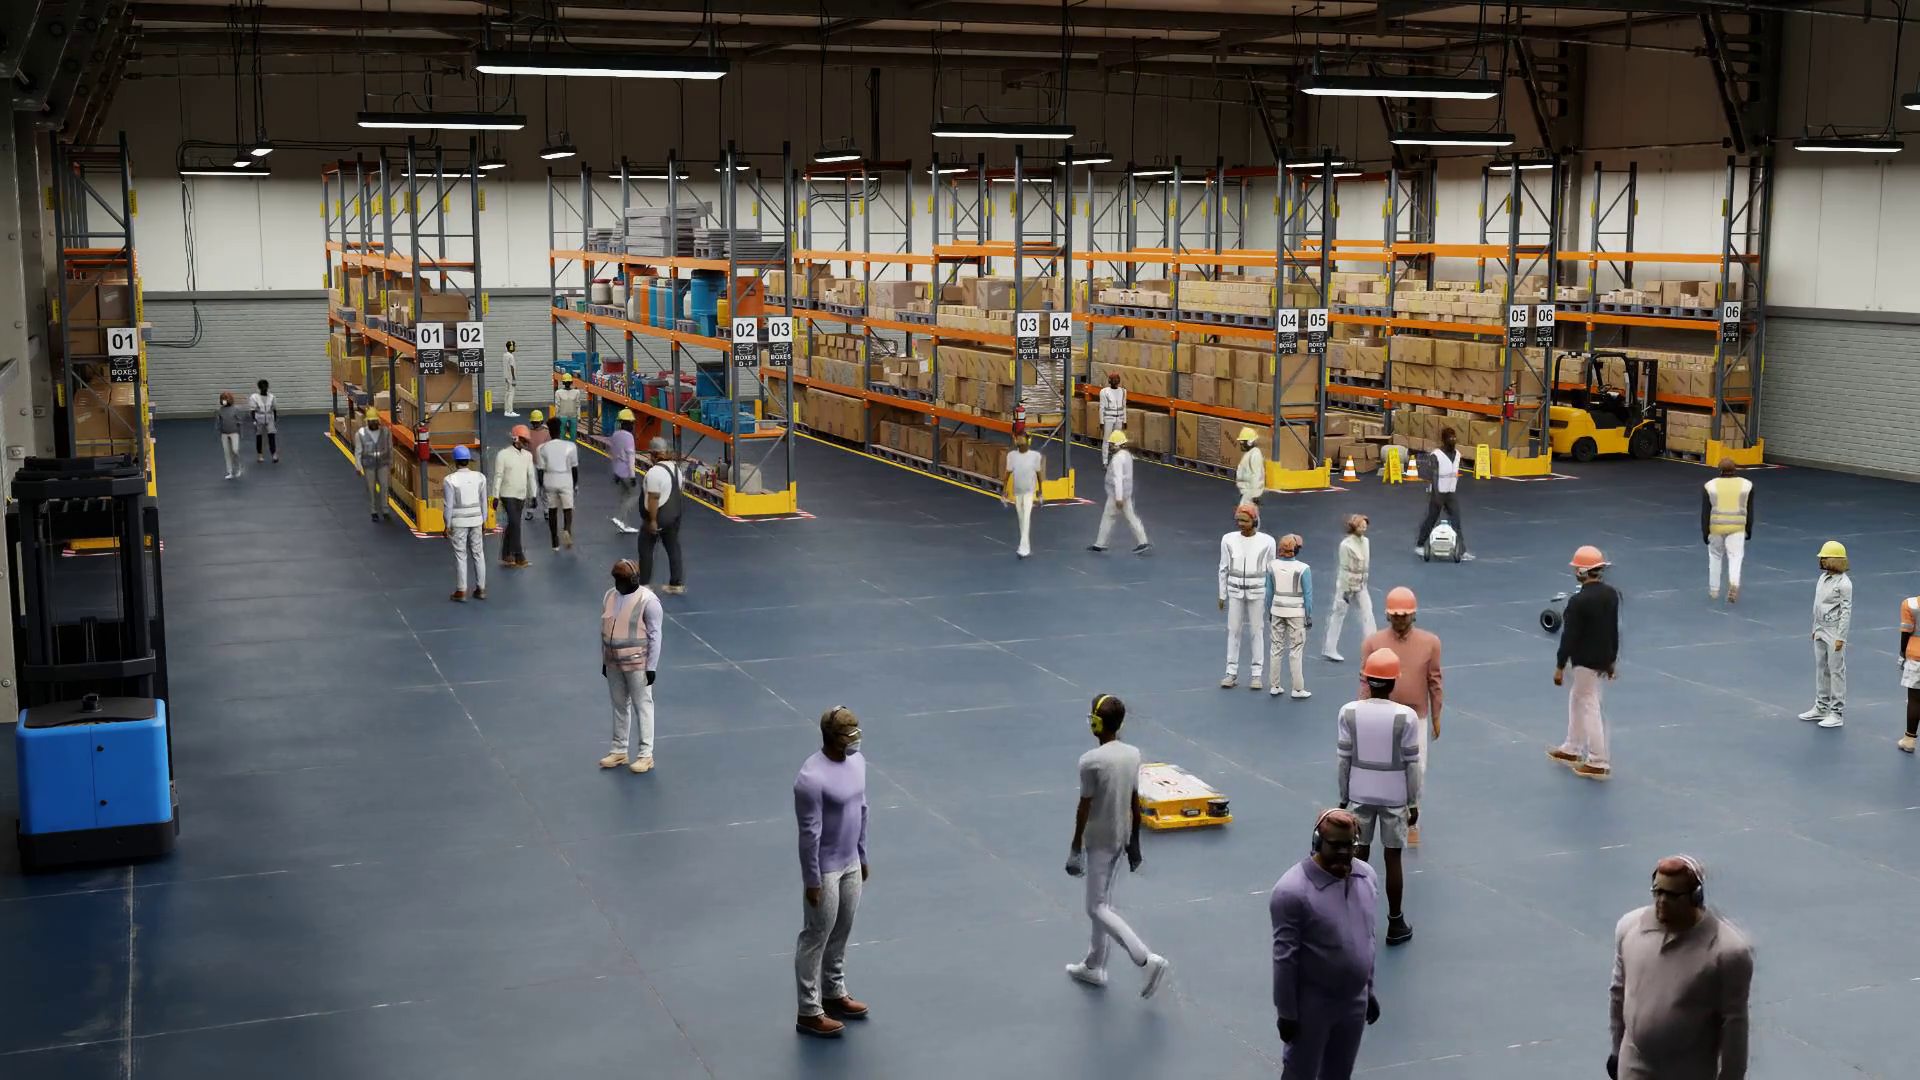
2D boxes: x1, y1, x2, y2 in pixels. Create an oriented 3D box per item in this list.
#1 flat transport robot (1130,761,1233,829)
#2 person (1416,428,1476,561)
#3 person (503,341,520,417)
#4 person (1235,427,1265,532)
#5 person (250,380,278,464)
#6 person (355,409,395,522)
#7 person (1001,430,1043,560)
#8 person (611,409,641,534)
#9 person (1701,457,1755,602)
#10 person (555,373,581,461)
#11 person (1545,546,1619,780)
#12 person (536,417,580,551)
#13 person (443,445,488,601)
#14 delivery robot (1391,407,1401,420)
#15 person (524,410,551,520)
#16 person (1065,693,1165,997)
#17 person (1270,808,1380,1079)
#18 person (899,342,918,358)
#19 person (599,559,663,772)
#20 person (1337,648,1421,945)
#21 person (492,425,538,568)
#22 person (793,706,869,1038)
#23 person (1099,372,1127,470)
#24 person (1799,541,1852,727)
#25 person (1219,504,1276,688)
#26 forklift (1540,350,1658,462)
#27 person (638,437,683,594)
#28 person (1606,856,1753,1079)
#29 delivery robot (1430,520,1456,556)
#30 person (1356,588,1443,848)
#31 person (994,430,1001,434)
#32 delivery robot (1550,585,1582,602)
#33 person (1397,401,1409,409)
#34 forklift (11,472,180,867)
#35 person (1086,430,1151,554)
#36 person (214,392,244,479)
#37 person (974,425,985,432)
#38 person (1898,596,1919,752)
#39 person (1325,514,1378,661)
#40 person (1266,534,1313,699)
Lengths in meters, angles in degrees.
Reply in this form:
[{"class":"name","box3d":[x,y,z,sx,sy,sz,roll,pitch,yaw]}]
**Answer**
[{"class":"flat transport robot","box3d":[1.607,2.039,16.930,0.652,0.197,1.431,-3,9,-18]},{"class":"person","box3d":[6.826,-0.660,29.506,0.609,1.865,1.030,-6,10,-34]},{"class":"person","box3d":[-11.079,-3.978,51.639,0.315,1.860,0.508,-6,10,-34]},{"class":"person","box3d":[4.124,-0.700,29.914,0.432,1.815,0.622,0,9,0]},{"class":"person","box3d":[-13.754,-2.342,41.385,0.534,1.650,0.878,-5,10,-29]},{"class":"person","box3d":[-9.234,-1.166,33.084,0.626,1.788,0.889,-3,9,-21]},{"class":"person","box3d":[0.860,-0.637,29.489,0.555,1.813,0.990,2,9,15]},{"class":"person","box3d":[-5.074,-1.035,31.824,0.424,1.911,0.621,-6,10,-34]},{"class":"person","box3d":[9.586,-0.136,26.169,0.624,1.815,0.811,3,9,17]},{"class":"person","box3d":[-7.796,-2.438,41.674,0.525,1.769,0.313,-4,9,-25]},{"class":"person","box3d":[5.253,1.021,17.918,0.646,1.969,0.807,-8,11,-41]},{"class":"person","box3d":[-5.775,-0.795,30.105,0.620,1.950,0.656,-2,9,-11]},{"class":"person","box3d":[-6.212,-0.217,26.265,0.616,1.945,0.404,-8,12,-42]},{"class":"delivery robot","box3d":[10.029,-2.796,47.910,0.477,0.478,0.707,-4,10,-27]},{"class":"person","box3d":[-6.748,-1.201,33.460,0.524,1.760,0.327,-1,9,-7]},{"class":"person","box3d":[0.939,1.859,12.747,0.760,1.853,0.517,8,12,43]},{"class":"person","box3d":[1.796,2.224,10.140,0.643,1.905,0.399,-6,10,-33]},{"class":"person","box3d":[-1.177,-3.681,49.145,0.638,1.998,0.984,1,9,7]},{"class":"person","box3d":[-2.859,1.071,18.049,0.622,1.838,0.429,5,10,32]},{"class":"person","box3d":[2.746,1.667,13.730,0.542,1.939,0.366,4,9,25]},{"class":"person","box3d":[-6.036,-0.594,28.745,0.892,1.951,0.643,6,11,36]},{"class":"person","box3d":[-0.740,1.904,12.202,0.382,1.929,0.627,4,10,27]},{"class":"person","box3d":[2.950,-2.288,40.282,0.584,1.882,0.337,-4,9,-23]},{"class":"person","box3d":[8.161,0.873,19.676,0.295,1.744,0.484,-1,9,-9]},{"class":"person","box3d":[2.912,0.567,21.252,0.577,1.881,0.349,3,9,20]},{"class":"forklift","box3d":[12.897,-2.725,42.309,2.313,2.155,1.214,-3,9,-21]},{"class":"person","box3d":[-3.908,-0.312,26.732,0.816,2.000,0.700,4,10,26]},{"class":"person","box3d":[3.274,2.328,9.526,0.651,1.882,0.756,8,12,44]},{"class":"delivery robot","box3d":[6.819,-0.036,29.505,0.477,0.478,0.707,2,9,16]},{"class":"person","box3d":[3.310,1.342,15.792,0.652,1.968,0.694,2,9,10]},{"class":"person","box3d":[0.875,-3.369,47.352,0.627,1.925,0.428,-4,9,-22]},{"class":"delivery robot","box3d":[7.144,0.642,24.126,0.335,0.223,0.698,-6,10,-36]},{"class":"person","box3d":[9.861,-3.112,45.750,0.691,1.893,0.782,0,9,1]},{"class":"forklift","box3d":[-6.630,0.886,15.957,1.129,2.768,1.873,-3,9,-21]},{"class":"person","box3d":[2.295,-0.679,29.864,0.934,1.792,0.601,4,9,23]},{"class":"person","box3d":[-13.567,-1.943,38.816,0.533,1.621,0.362,0,9,1]},{"class":"person","box3d":[0.502,-3.389,47.567,0.572,1.898,0.851,-1,9,-4]},{"class":"person","box3d":[8.630,1.048,18.663,0.534,1.697,0.318,1,9,7]},{"class":"person","box3d":[4.270,0.532,22.415,0.541,1.599,0.835,-8,12,-44]},{"class":"person","box3d":[3.270,0.755,20.804,0.514,1.641,0.308,7,11,39]}]
